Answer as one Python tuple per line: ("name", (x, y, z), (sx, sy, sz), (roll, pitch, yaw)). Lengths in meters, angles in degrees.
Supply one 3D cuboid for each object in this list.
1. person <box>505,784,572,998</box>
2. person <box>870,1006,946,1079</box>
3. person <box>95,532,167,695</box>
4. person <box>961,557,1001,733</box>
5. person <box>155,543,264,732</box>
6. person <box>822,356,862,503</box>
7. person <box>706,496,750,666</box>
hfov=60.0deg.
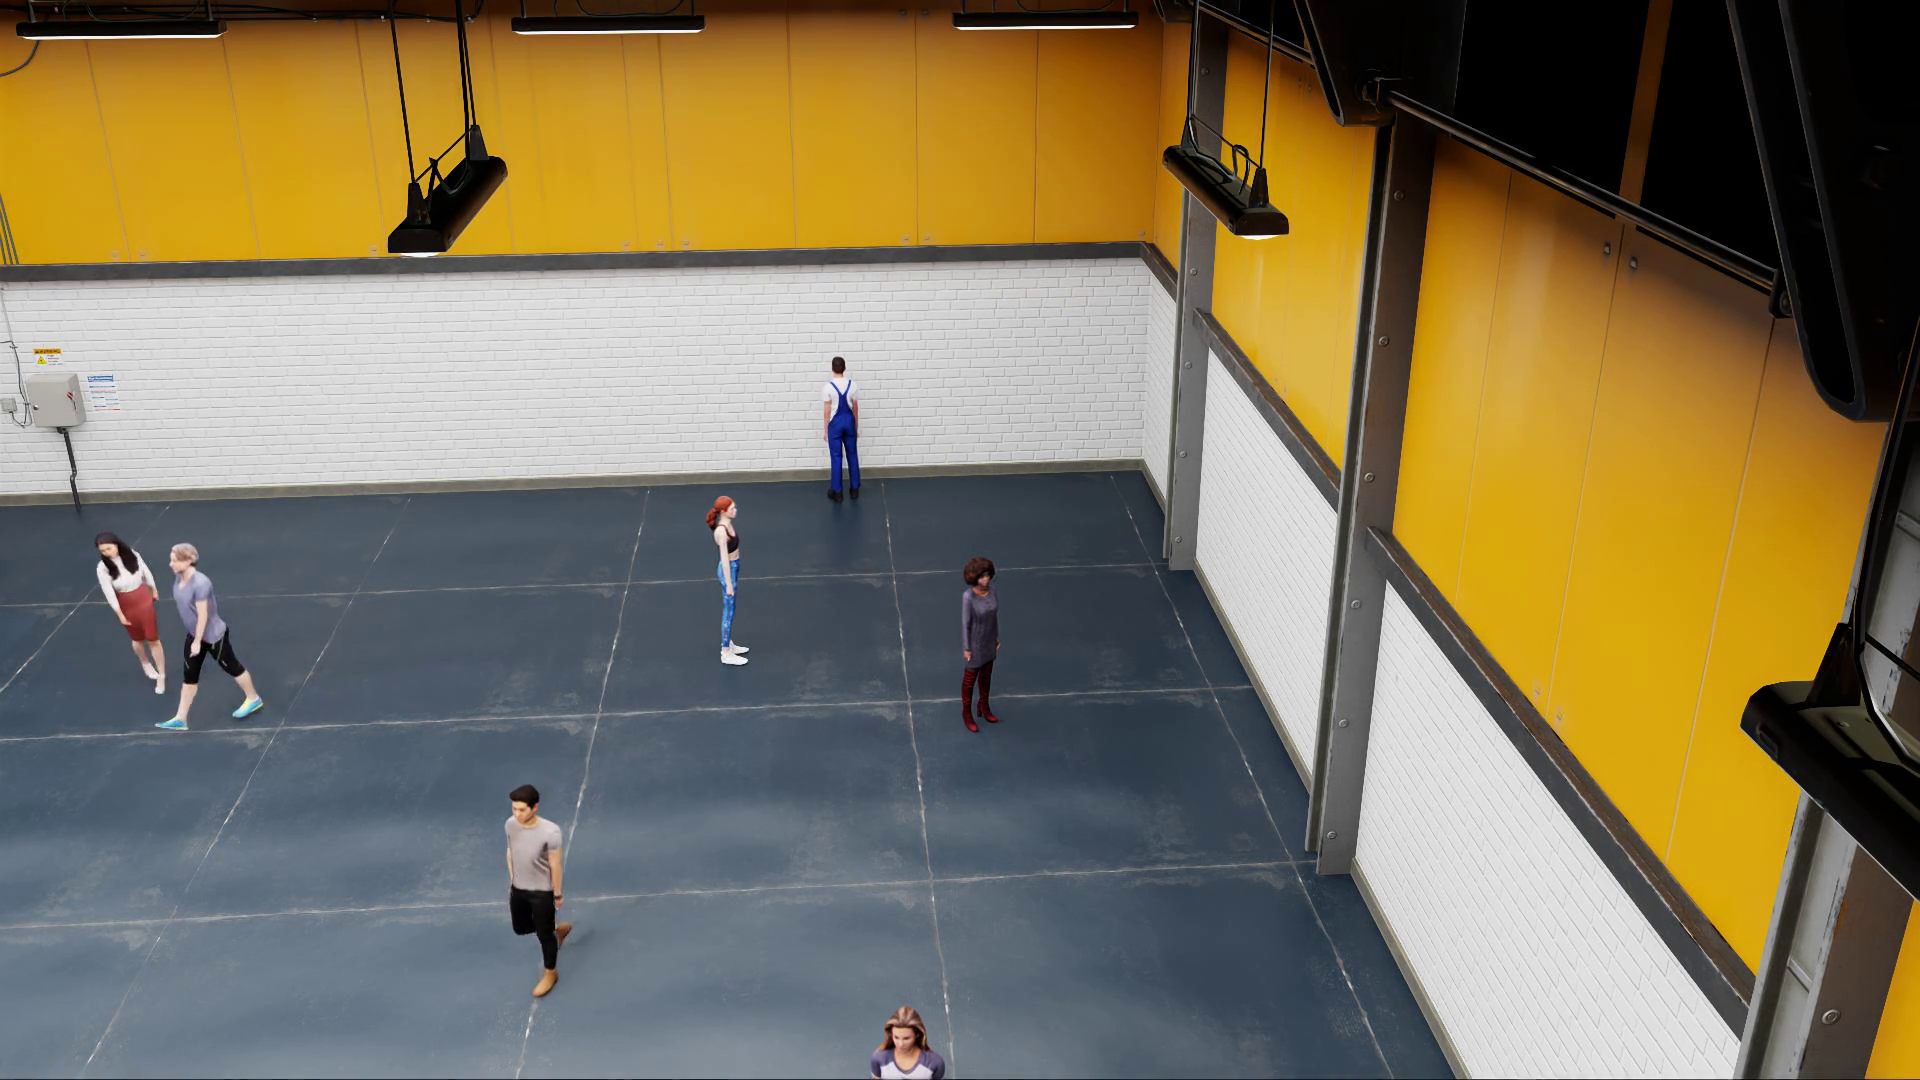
("person", (-3.033, 2.470, 12.097), (0.811, 1.706, 0.913), (11, 26, 23))
("person", (-0.310, 3.458, 9.804), (0.638, 1.732, 0.612), (3, 24, 7))
("person", (-8.053, 0.657, 16.243), (1.019, 1.707, 0.908), (21, 31, 40))
("person", (0.178, 0.958, 15.550), (0.660, 1.711, 0.695), (-20, 31, -38))
("person", (-6.961, 0.881, 15.569), (1.141, 1.837, 1.278), (15, 28, 31))
("person", (-1.482, -1.398, 20.768), (0.687, 1.849, 0.669), (-9, 25, -20))
("person", (-2.326, 0.386, 16.766), (0.627, 1.785, 0.494), (-1, 24, -3))
